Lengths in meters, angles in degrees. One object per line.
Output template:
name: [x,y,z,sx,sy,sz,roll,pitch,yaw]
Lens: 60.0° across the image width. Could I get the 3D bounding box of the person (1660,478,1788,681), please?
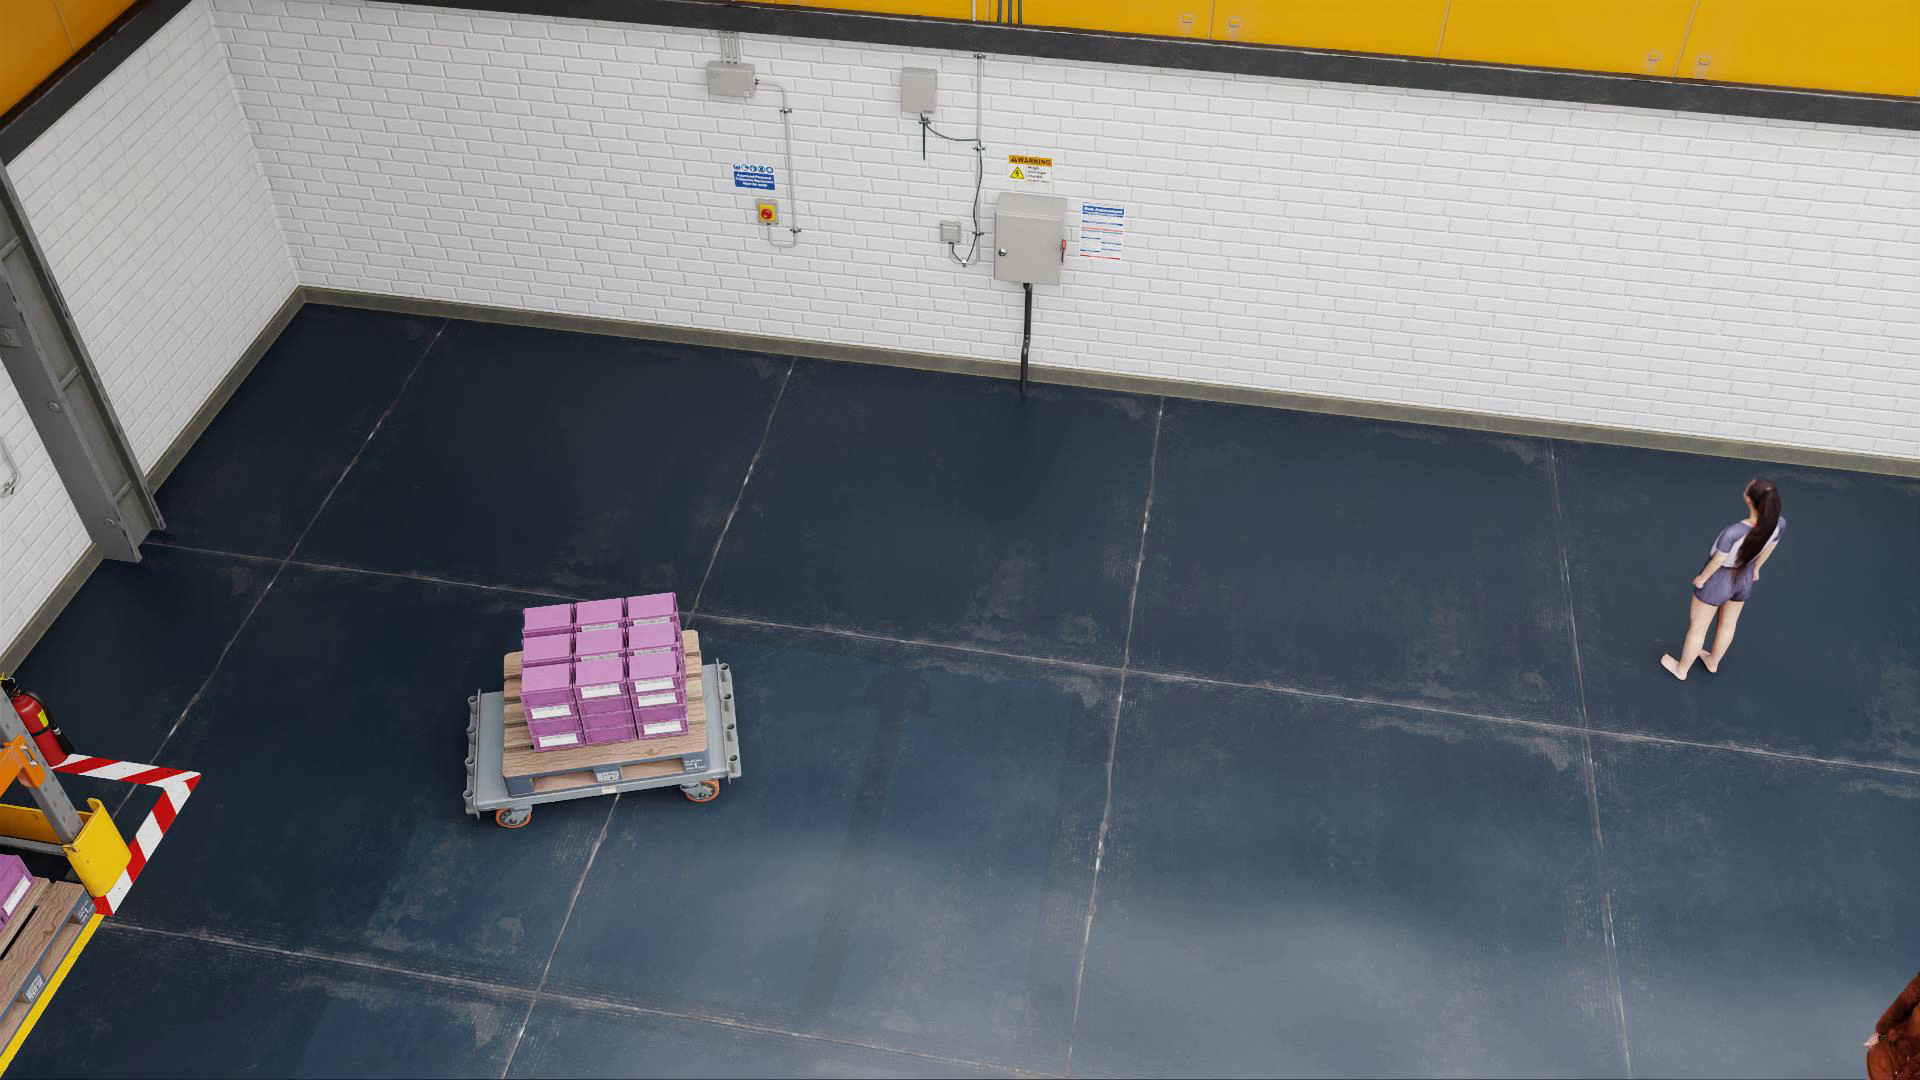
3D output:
person: [4.881,0.262,10.548,0.668,1.652,0.659,-10,45,-11]
